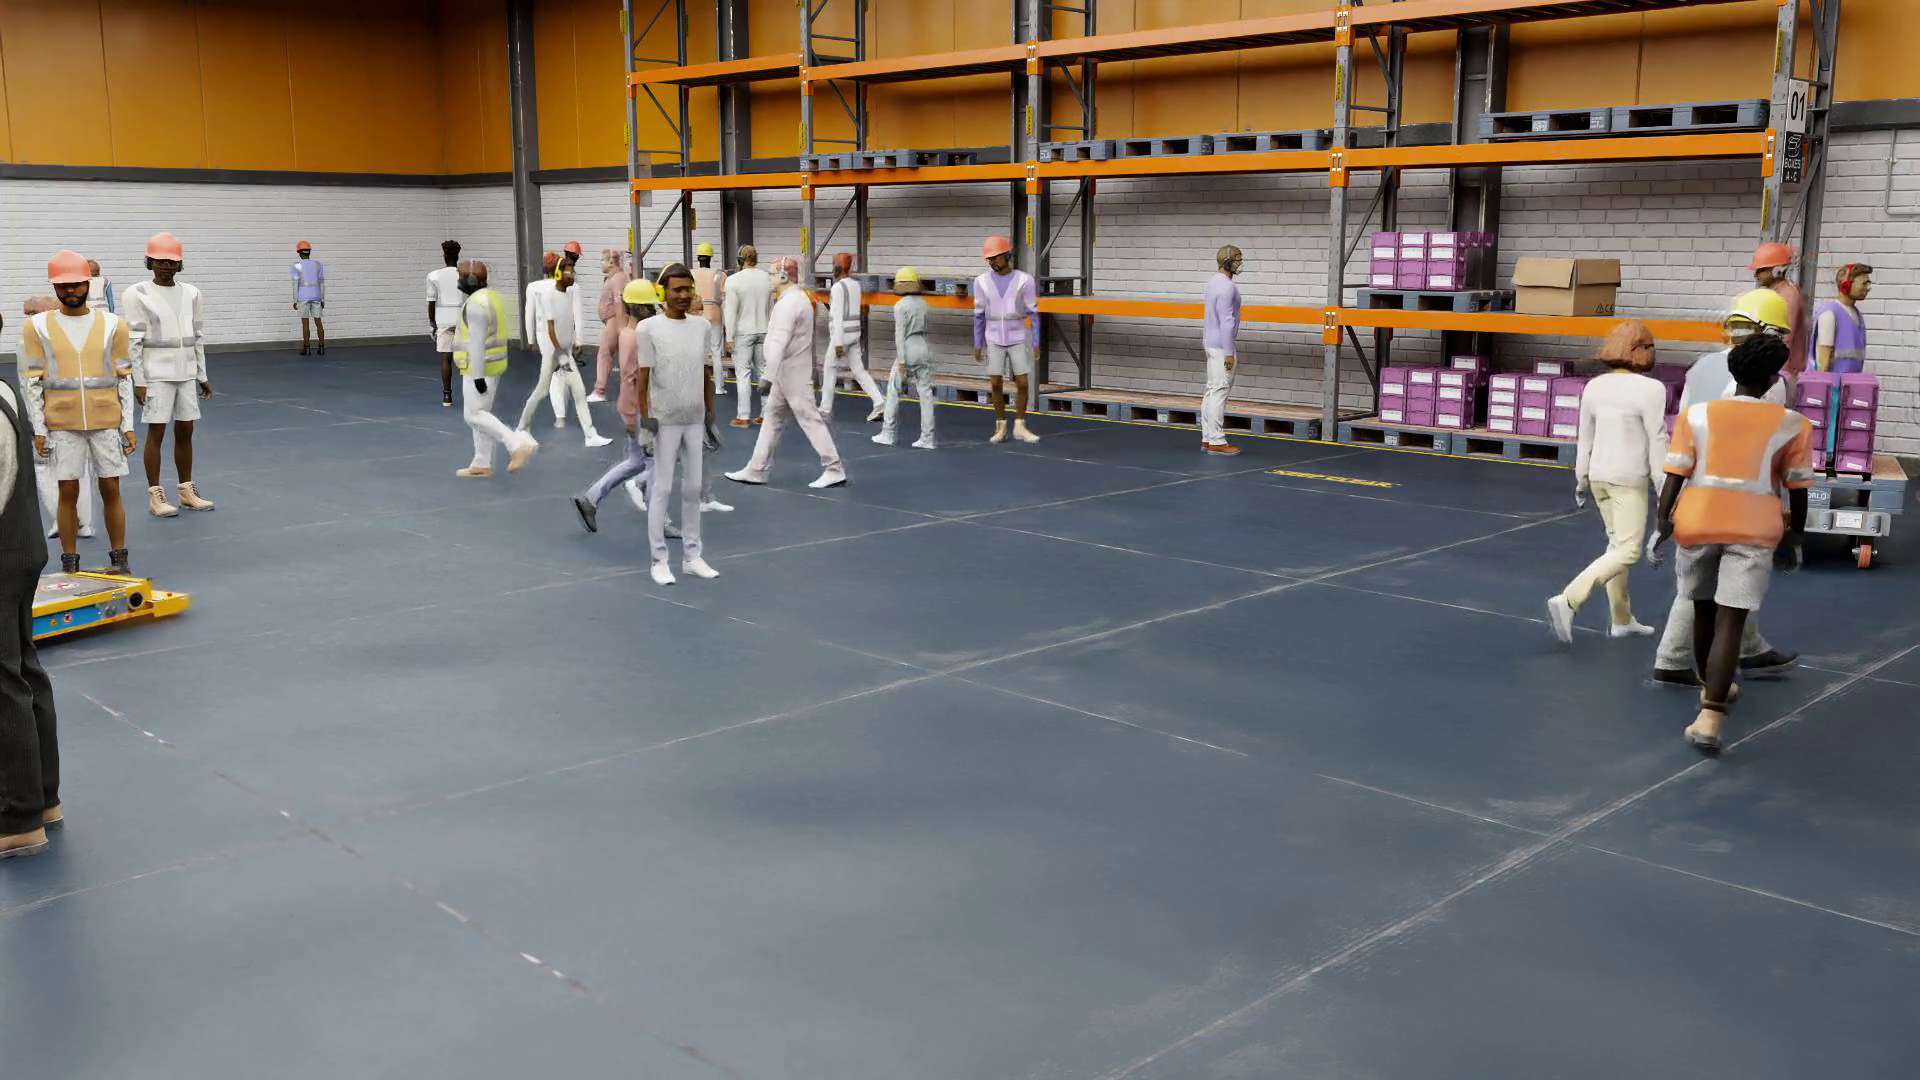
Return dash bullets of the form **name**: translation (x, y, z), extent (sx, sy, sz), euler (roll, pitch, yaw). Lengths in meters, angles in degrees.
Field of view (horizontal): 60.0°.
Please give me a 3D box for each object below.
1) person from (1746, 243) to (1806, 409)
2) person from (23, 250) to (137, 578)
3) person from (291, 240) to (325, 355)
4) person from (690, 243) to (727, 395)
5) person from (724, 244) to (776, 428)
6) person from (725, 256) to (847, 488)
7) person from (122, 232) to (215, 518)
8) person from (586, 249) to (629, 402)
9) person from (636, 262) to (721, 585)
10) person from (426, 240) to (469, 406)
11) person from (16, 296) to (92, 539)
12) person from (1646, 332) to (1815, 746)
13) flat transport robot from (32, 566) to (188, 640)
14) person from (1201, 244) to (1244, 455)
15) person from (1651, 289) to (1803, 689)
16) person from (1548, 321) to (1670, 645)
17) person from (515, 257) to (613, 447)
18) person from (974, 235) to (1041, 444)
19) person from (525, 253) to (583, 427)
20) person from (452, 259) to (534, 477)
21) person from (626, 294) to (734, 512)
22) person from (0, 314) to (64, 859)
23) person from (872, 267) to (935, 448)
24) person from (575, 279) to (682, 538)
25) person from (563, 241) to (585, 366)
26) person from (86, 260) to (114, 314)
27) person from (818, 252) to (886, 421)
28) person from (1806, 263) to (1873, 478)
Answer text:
- **person**: translation (6.258, -1.275, 12.714), extent (0.585, 1.971, 0.619), euler (1, 10, 6)
- **person**: translation (-4.998, -0.673, 9.495), extent (0.545, 1.938, 0.362), euler (-6, 12, -30)
- **person**: translation (-11.019, -4.085, 28.116), extent (0.543, 1.933, 0.363), euler (-9, 14, -41)
- **person**: translation (-3.218, -2.787, 21.053), extent (0.590, 1.926, 0.388), euler (-1, 10, -3)
- **person**: translation (-2.213, -2.151, 17.588), extent (0.633, 1.932, 0.368), euler (-9, 14, -42)
- **person**: translation (-1.376, -1.334, 13.333), extent (1.003, 1.859, 0.653), euler (0, 10, -1)
- **person**: translation (-5.705, -1.194, 12.054), extent (0.394, 2.040, 0.609), euler (6, 12, 29)
- **person**: translation (-4.141, -2.620, 20.333), extent (0.965, 1.868, 0.658), euler (-2, 11, -9)
- **person**: translation (-1.640, -0.678, 9.722), extent (0.532, 1.865, 0.311), euler (-9, 13, -39)
- **person**: translation (-6.006, -2.575, 19.787), extent (0.613, 1.964, 0.361), euler (-2, 11, -9)
- **person**: translation (-5.986, -0.797, 11.031), extent (0.364, 1.629, 0.532), euler (5, 12, 25)
- **person**: translation (3.105, -0.014, 6.724), extent (0.576, 1.637, 0.871), euler (7, 12, 33)
- **flat transport robot**: translation (-4.720, 0.367, 8.373), extent (0.652, 0.197, 1.431), euler (5, 11, 25)
- **person**: translation (2.430, -1.758, 15.408), extent (0.355, 1.937, 0.635), euler (0, 10, -2)
- **person**: translation (3.485, -0.205, 7.375), extent (0.817, 1.785, 0.597), euler (-1, 10, -3)
- **person**: translation (3.206, -0.275, 8.206), extent (0.684, 1.611, 0.512), euler (-4, 11, -20)
- **person**: translation (-3.870, -1.790, 15.941), extent (1.030, 1.818, 0.502), euler (4, 11, 23)
- **person**: translation (0.451, -1.927, 16.113), extent (0.659, 2.016, 0.505), euler (2, 11, 13)
- **person**: translation (-4.342, -2.142, 17.804), extent (0.574, 1.830, 0.996), euler (-4, 11, -21)
- **person**: translation (-3.911, -1.407, 13.814), extent (0.589, 1.830, 0.637), euler (0, 10, -2)
- **person**: translation (-2.050, -0.981, 12.047), extent (0.701, 1.613, 0.492), euler (-1, 10, -3)
- **person**: translation (-3.173, 0.121, 5.419), extent (0.345, 1.847, 0.507), euler (-3, 11, -14)
- **person**: translation (-0.535, -1.746, 15.954), extent (0.788, 1.708, 0.482), euler (10, 14, 43)
- **person**: translation (-2.201, -0.868, 11.089), extent (0.741, 1.738, 0.533), euler (-1, 10, -3)
- **person**: translation (-6.005, -3.652, 25.768), extent (0.377, 1.928, 0.542), euler (-3, 11, -13)
- **person**: translation (-13.250, -3.460, 25.513), extent (0.524, 1.637, 0.306), euler (-9, 14, -42)
- **person**: translation (-1.198, -2.201, 18.093), extent (0.957, 1.848, 0.589), euler (5, 12, 26)
- **person**: translation (6.316, -1.088, 12.063), extent (0.582, 1.827, 0.514), euler (-9, 14, -40)
